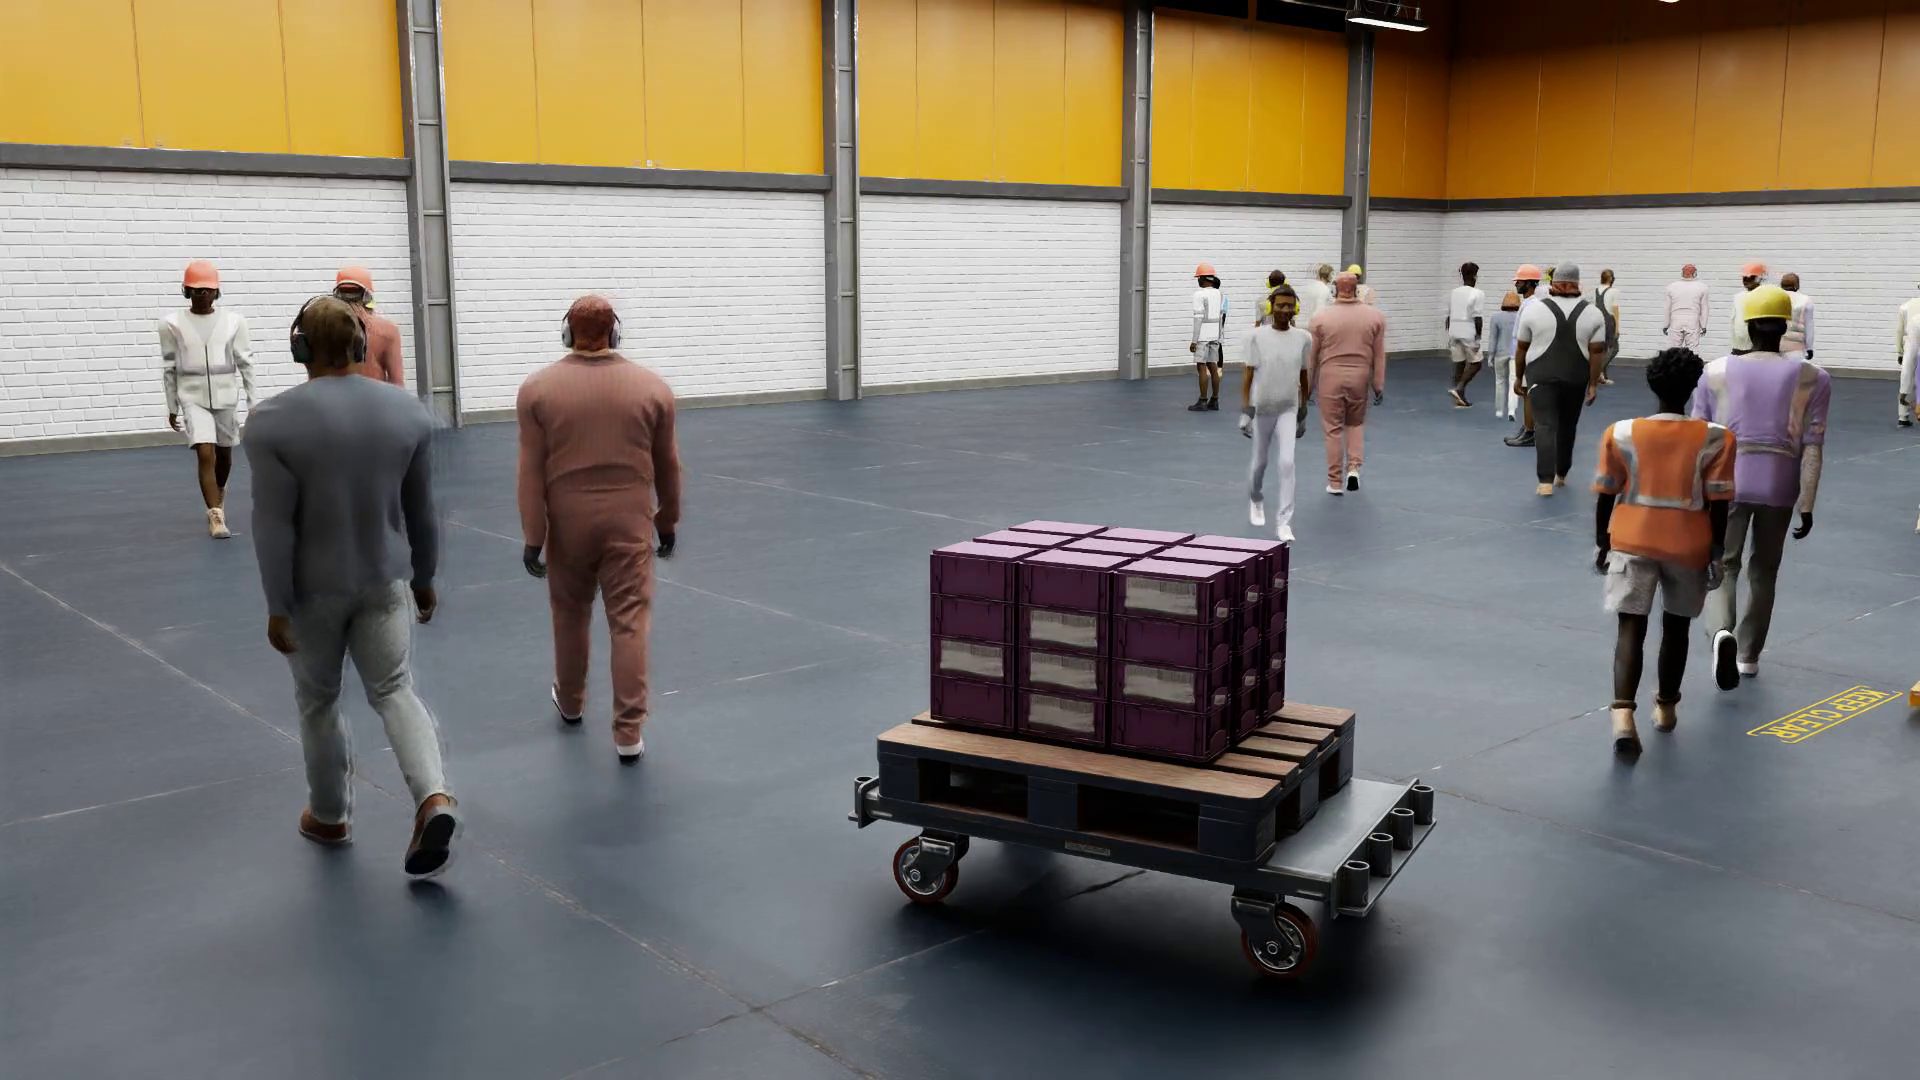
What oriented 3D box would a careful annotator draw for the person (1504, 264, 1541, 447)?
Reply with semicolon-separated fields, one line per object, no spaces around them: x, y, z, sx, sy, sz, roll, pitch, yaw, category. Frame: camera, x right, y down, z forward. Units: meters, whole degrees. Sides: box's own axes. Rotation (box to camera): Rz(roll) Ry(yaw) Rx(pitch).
6.016;-1.960;17.712;0.371;1.939;0.543;3;10;18;person

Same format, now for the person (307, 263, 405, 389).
-4.035;-0.855;11.139;0.624;1.978;0.434;-3;10;-17;person

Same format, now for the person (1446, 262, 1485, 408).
6.660;-2.699;22.008;0.470;1.948;0.602;-7;12;-36;person

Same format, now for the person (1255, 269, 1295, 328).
3.741;-2.281;19.798;0.523;1.871;0.330;0;10;2;person

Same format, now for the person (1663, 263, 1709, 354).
11.400;-3.382;26.135;0.655;1.906;0.407;5;11;29;person

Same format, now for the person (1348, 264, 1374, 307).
6.311;-3.442;26.524;0.607;1.902;0.700;0;10;0;person

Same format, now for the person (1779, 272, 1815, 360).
10.185;-2.391;20.578;0.627;1.821;0.639;-8;12;-38;person

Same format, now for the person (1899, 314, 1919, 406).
8.086;-1.250;13.777;0.573;1.854;0.786;1;10;8;person

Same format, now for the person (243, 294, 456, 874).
-1.978;0.151;5.468;0.638;1.910;0.890;-9;13;-42;person

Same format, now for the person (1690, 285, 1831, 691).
3.705;-0.239;7.783;0.589;1.899;0.817;5;11;26;person

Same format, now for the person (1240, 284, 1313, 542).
2.288;-0.951;12.138;0.521;1.838;0.903;0;10;3;person

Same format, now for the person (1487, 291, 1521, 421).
6.818;-2.286;20.629;0.517;1.593;0.851;3;10;16;person

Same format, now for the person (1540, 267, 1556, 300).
10.003;-3.704;28.211;0.530;1.833;0.564;-5;11;-27;person

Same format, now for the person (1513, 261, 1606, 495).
5.119;-1.426;14.286;0.688;2.000;1.035;1;10;8;person

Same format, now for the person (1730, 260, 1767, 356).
9.155;-2.238;19.228;0.522;1.979;0.629;-4;11;-23;person

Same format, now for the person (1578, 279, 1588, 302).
8.583;-2.843;23.414;0.546;1.747;0.594;6;11;31;person

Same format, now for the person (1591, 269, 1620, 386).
10.051;-3.311;25.953;0.447;1.824;0.551;-6;11;-31;person

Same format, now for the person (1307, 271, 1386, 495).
3.238;-1.321;14.098;0.675;1.890;0.435;0;10;-1;person

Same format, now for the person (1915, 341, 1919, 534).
7.253;-1.041;12.029;0.609;2.043;0.376;3;10;17;person

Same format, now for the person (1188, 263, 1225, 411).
3.194;-2.647;21.747;0.552;1.933;0.372;-9;13;-42;person

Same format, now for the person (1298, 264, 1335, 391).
5.477;-3.163;24.887;1.007;1.883;0.648;0;10;-3;person

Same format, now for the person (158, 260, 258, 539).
-5.514;-1.047;12.224;0.617;2.003;1.029;-5;11;-29;person

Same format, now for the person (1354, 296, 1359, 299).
4.790;-2.281;20.504;0.534;1.616;0.458;1;10;8;person

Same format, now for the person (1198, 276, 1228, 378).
4.208;-3.531;27.628;0.319;1.693;0.532;-7;12;-35;person

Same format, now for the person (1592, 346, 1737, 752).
2.869;0.037;6.831;0.537;1.664;0.844;5;11;25;person

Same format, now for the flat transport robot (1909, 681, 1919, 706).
4.896;0.587;7.678;0.652;0.197;1.431;8;12;39;flat transport robot

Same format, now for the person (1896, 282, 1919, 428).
11.283;-2.206;19.474;0.403;1.826;0.595;-5;11;-29;person

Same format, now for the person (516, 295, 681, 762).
-1.491;-0.073;6.903;0.668;1.853;0.978;-3;10;-16;person

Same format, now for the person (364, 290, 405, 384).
-4.758;-1.130;13.282;0.597;1.807;0.747;-5;11;-28;person
